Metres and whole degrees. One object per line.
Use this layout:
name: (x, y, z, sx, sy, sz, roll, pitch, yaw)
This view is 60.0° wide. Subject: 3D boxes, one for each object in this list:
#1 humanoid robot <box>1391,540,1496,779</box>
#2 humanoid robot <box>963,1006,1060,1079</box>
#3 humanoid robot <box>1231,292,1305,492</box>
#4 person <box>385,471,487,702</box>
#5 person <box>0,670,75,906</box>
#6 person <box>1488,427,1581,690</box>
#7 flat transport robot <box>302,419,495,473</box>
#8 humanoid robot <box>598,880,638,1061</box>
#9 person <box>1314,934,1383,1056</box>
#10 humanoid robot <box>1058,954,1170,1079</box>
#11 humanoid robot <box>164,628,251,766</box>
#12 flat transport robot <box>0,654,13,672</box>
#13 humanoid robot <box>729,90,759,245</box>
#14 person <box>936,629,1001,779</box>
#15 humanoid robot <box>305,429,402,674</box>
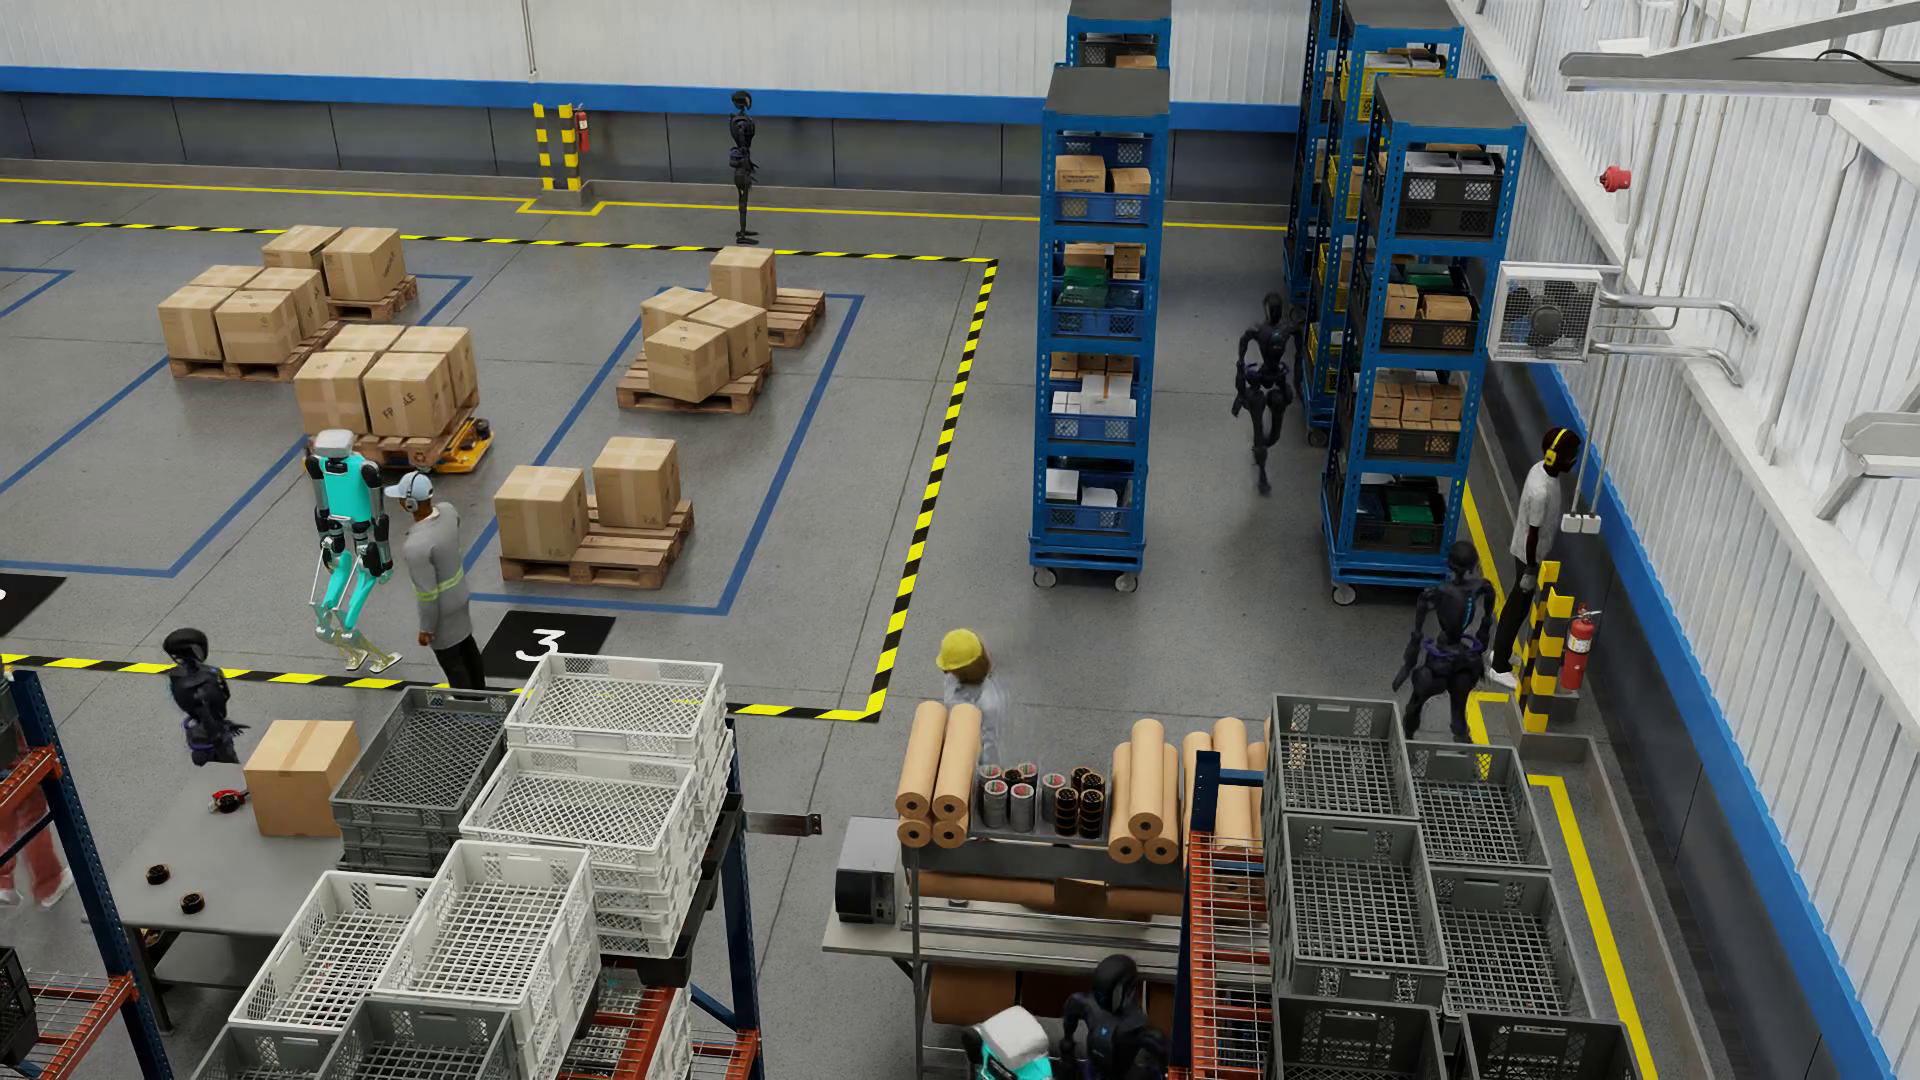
humanoid robot: (2.948, 0.770, 9.992, 0.609, 1.635, 0.748, -9, 31, -16)
humanoid robot: (0.048, 2.652, 6.591, 0.702, 1.726, 0.530, -24, 38, -35)
humanoid robot: (2.497, -1.219, 13.424, 0.609, 1.663, 0.652, -5, 31, -9)
person: (-3.271, 0.398, 10.416, 0.399, 1.852, 0.589, 3, 30, 6)
person: (-5.167, 1.211, 8.963, 0.614, 1.903, 0.468, 3, 30, 5)
person: (3.763, 0.107, 10.903, 0.309, 1.864, 0.530, 11, 32, 18)
flat transport robot: (-4.742, -0.825, 14.063, 1.431, 0.197, 0.652, 2, 30, 4)
humanoid robot: (-1.760, 2.070, 7.688, 0.674, 1.819, 0.547, 3, 30, 6)
person: (1.608, 2.285, 7.180, 0.380, 1.844, 0.568, -8, 31, -14)
humanoid robot: (0.694, 2.441, 7.105, 0.622, 1.652, 0.587, 21, 36, 32)
humanoid robot: (-4.166, 1.163, 9.296, 0.495, 1.638, 0.604, -16, 34, -25)
flat transport robot: (-7.142, 0.969, 11.010, 1.431, 0.231, 0.659, 3, 30, 6)
humanoid robot: (-2.378, -4.125, 18.341, 0.315, 1.659, 0.599, -2, 30, -4)
person: (0.089, 1.200, 9.160, 0.486, 1.720, 0.508, -15, 34, -24)
humanoid robot: (-4.035, 0.159, 10.804, 0.533, 1.681, 0.735, 9, 31, 15)
